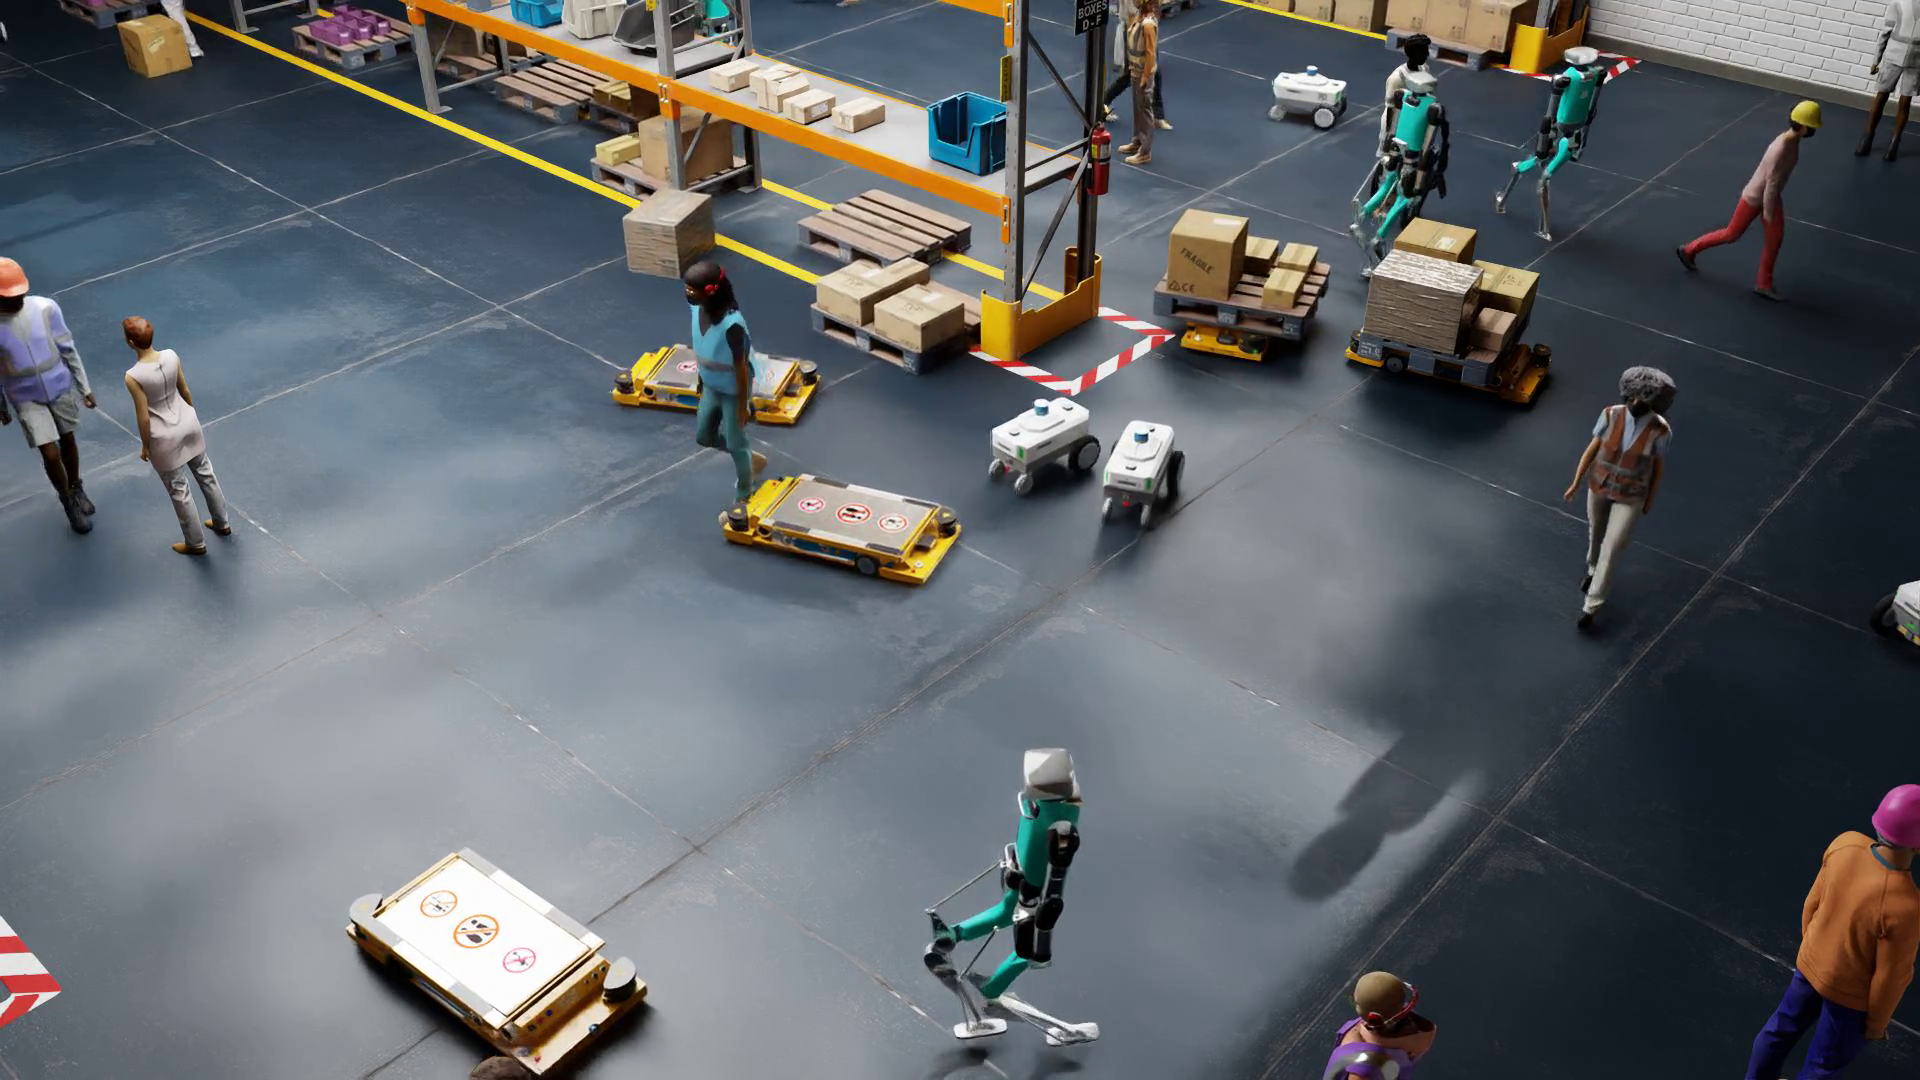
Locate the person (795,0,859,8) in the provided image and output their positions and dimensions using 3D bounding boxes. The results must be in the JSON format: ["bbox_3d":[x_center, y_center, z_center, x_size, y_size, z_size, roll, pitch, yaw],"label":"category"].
[{"bbox_3d":[-1.697,-7.325,20.152,0.980,1.706,0.484,-1,35,-1],"label":"person"}]

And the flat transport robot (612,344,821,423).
[{"bbox_3d":[-1.828,-1.184,12.526,1.431,0.231,0.659,8,35,11],"label":"flat transport robot"}]

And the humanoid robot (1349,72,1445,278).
[{"bbox_3d":[3.523,-2.939,13.809,0.717,1.814,0.542,-16,38,-22],"label":"humanoid robot"}]

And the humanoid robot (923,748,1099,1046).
[{"bbox_3d":[0.179,1.622,7.167,0.893,1.767,0.548,-5,35,-8],"label":"humanoid robot"}]

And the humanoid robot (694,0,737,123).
[{"bbox_3d":[-2.681,-5.177,17.044,0.921,1.763,0.552,24,41,31],"label":"humanoid robot"}]

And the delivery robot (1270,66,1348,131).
[{"bbox_3d":[3.623,-4.592,17.214,0.801,0.598,0.499,14,37,20],"label":"delivery robot"}]

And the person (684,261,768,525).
[{"bbox_3d":[-1.513,-0.986,10.840,0.462,1.852,0.570,-28,44,-35],"label":"person"}]

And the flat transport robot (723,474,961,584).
[{"bbox_3d":[-0.773,-0.097,10.950,1.431,0.231,0.659,13,37,18],"label":"flat transport robot"}]

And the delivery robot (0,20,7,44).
[{"bbox_3d":[-11.276,-5.852,19.040,0.499,0.598,0.779,-11,36,-16],"label":"delivery robot"}]

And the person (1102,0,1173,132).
[{"bbox_3d":[1.773,-5.048,16.772,0.850,1.814,0.501,24,41,31],"label":"person"}]

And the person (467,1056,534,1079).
[{"bbox_3d":[-1.630,2.486,6.000,0.517,1.627,0.794,20,39,26],"label":"person"}]

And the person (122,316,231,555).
[{"bbox_3d":[-5.007,-0.668,10.550,0.285,1.661,0.442,13,37,19],"label":"person"}]

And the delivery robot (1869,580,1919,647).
[{"bbox_3d":[5.934,0.406,9.961,0.754,0.584,0.516,-11,36,-15],"label":"delivery robot"}]

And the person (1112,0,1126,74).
[{"bbox_3d":[1.878,-6.050,18.149,0.387,1.891,0.550,22,40,28],"label":"person"}]

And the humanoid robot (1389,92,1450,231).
[{"bbox_3d":[3.893,-3.166,14.169,0.591,1.640,0.400,21,40,27],"label":"humanoid robot"}]

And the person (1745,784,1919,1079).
[{"bbox_3d":[3.593,1.762,6.747,0.373,1.988,0.506,-8,35,-11],"label":"person"}]

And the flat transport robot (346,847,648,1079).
[{"bbox_3d":[-2.233,1.978,7.945,1.431,0.231,0.659,24,41,30],"label":"flat transport robot"}]

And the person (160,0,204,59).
[{"bbox_3d":[-8.918,-6.374,18.668,0.982,1.836,0.692,28,44,34],"label":"person"}]

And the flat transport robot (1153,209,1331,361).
[{"bbox_3d":[2.310,-1.890,13.549,0.659,0.231,1.431,13,37,18],"label":"flat transport robot"}]

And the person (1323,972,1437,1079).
[{"bbox_3d":[1.522,2.241,6.312,0.348,1.691,0.478,19,39,25],"label":"person"}]

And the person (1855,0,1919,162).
[{"bbox_3d":[9.120,-4.633,16.071,0.547,1.924,0.383,19,39,26],"label":"person"}]

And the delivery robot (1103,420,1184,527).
[{"bbox_3d":[1.216,-0.499,11.273,0.499,0.585,0.784,11,36,16],"label":"delivery robot"}]

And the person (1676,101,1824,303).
[{"bbox_3d":[6.530,-2.860,13.695,0.503,1.694,0.899,-25,42,-32],"label":"person"}]

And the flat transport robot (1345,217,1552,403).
[{"bbox_3d":[3.788,-1.442,12.899,1.431,0.231,0.659,18,39,25],"label":"flat transport robot"}]

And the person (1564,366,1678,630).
[{"bbox_3d":[3.899,-0.273,9.981,0.457,1.657,0.802,26,42,32],"label":"person"}]

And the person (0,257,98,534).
[{"bbox_3d":[-5.884,-0.927,10.702,0.557,1.911,0.671,-29,44,-35],"label":"person"}]

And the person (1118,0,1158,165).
[{"bbox_3d":[1.729,-4.512,16.017,0.324,1.777,0.469,-4,35,-5],"label":"person"}]

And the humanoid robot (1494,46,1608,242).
[{"bbox_3d":[5.120,-3.566,14.711,0.549,1.793,0.923,-14,37,-19],"label":"humanoid robot"}]

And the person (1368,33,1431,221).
[{"bbox_3d":[3.971,-3.723,14.954,0.531,1.691,0.322,-27,43,-34],"label":"person"}]

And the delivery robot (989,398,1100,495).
[{"bbox_3d":[0.574,-0.699,11.579,0.801,0.604,0.499,-27,43,-33],"label":"delivery robot"}]
